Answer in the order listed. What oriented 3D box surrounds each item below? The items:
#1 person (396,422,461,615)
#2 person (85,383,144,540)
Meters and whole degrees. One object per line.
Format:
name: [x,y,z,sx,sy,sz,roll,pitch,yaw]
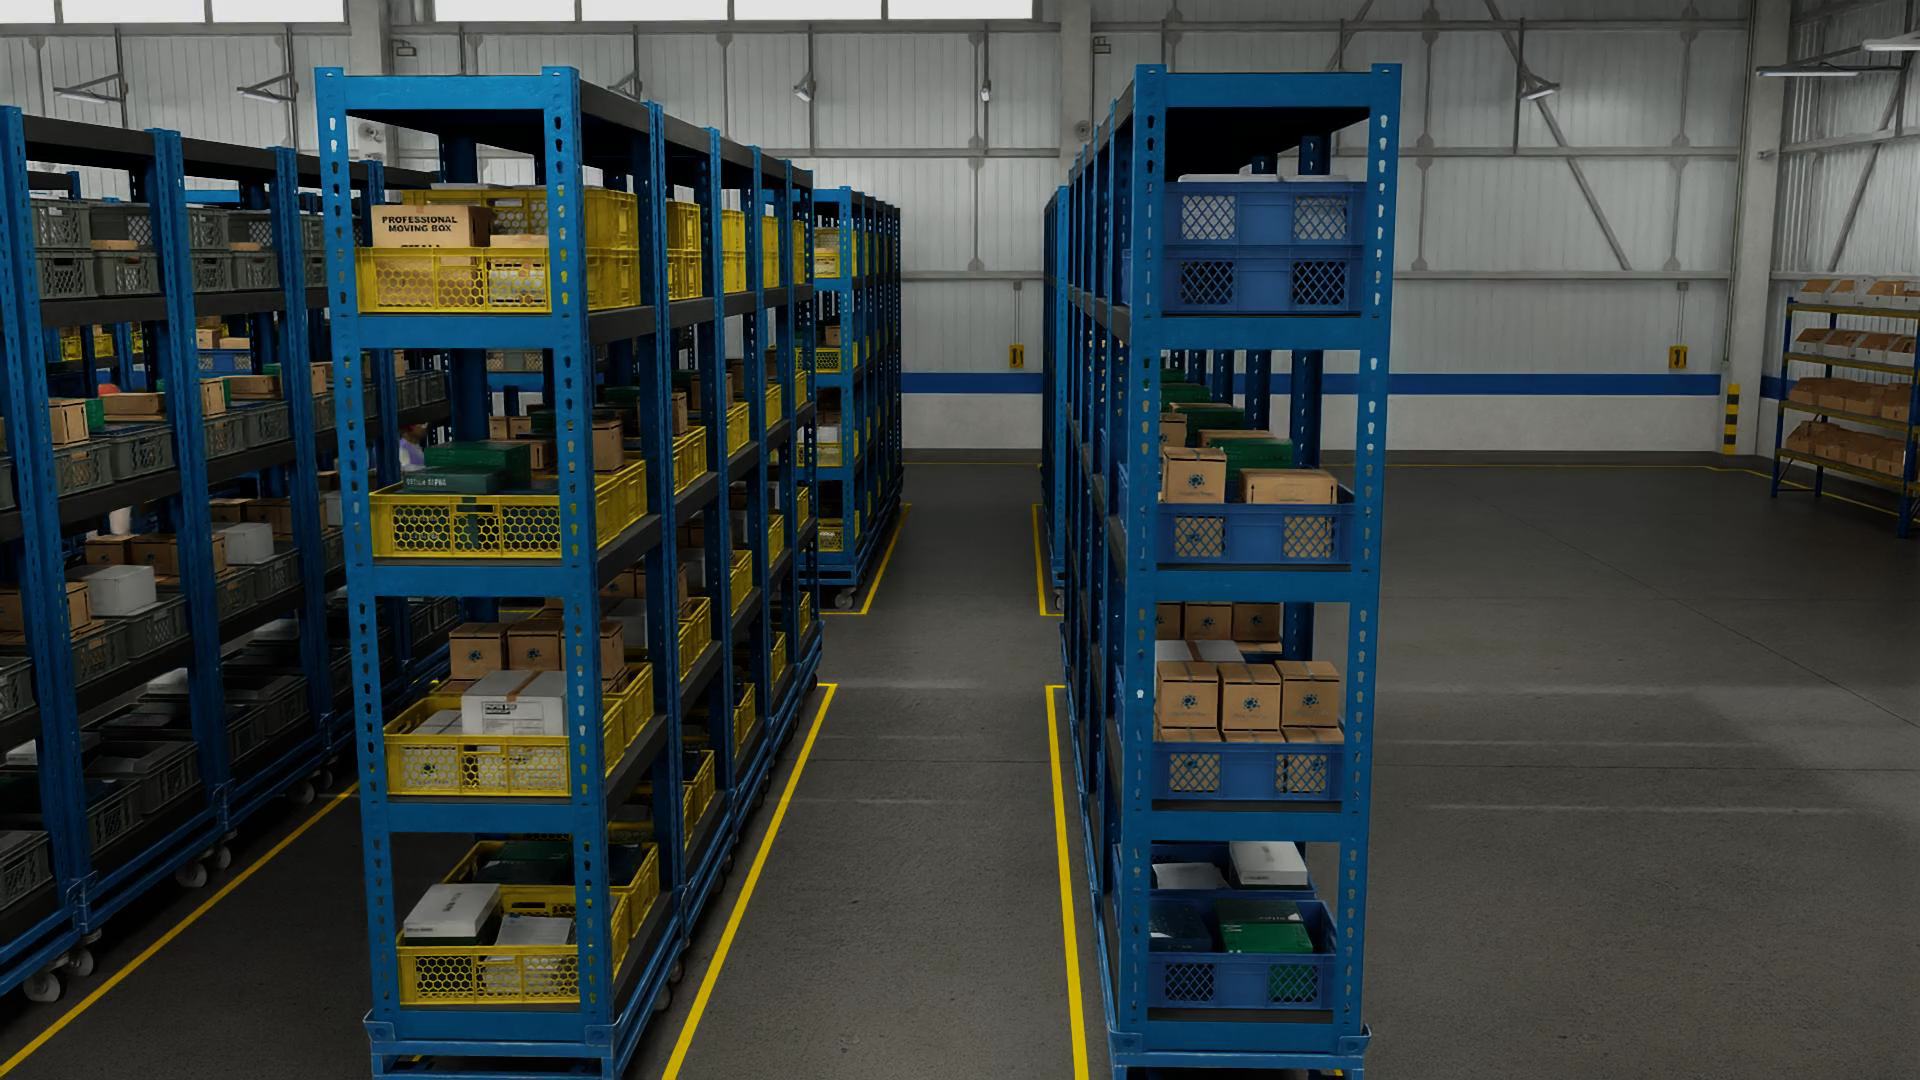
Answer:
person: [-4.380,-0.191,13.676,0.888,1.809,0.576,0,10,1]
person: [-7.321,-0.351,14.195,0.658,1.958,0.541,-3,10,-19]
